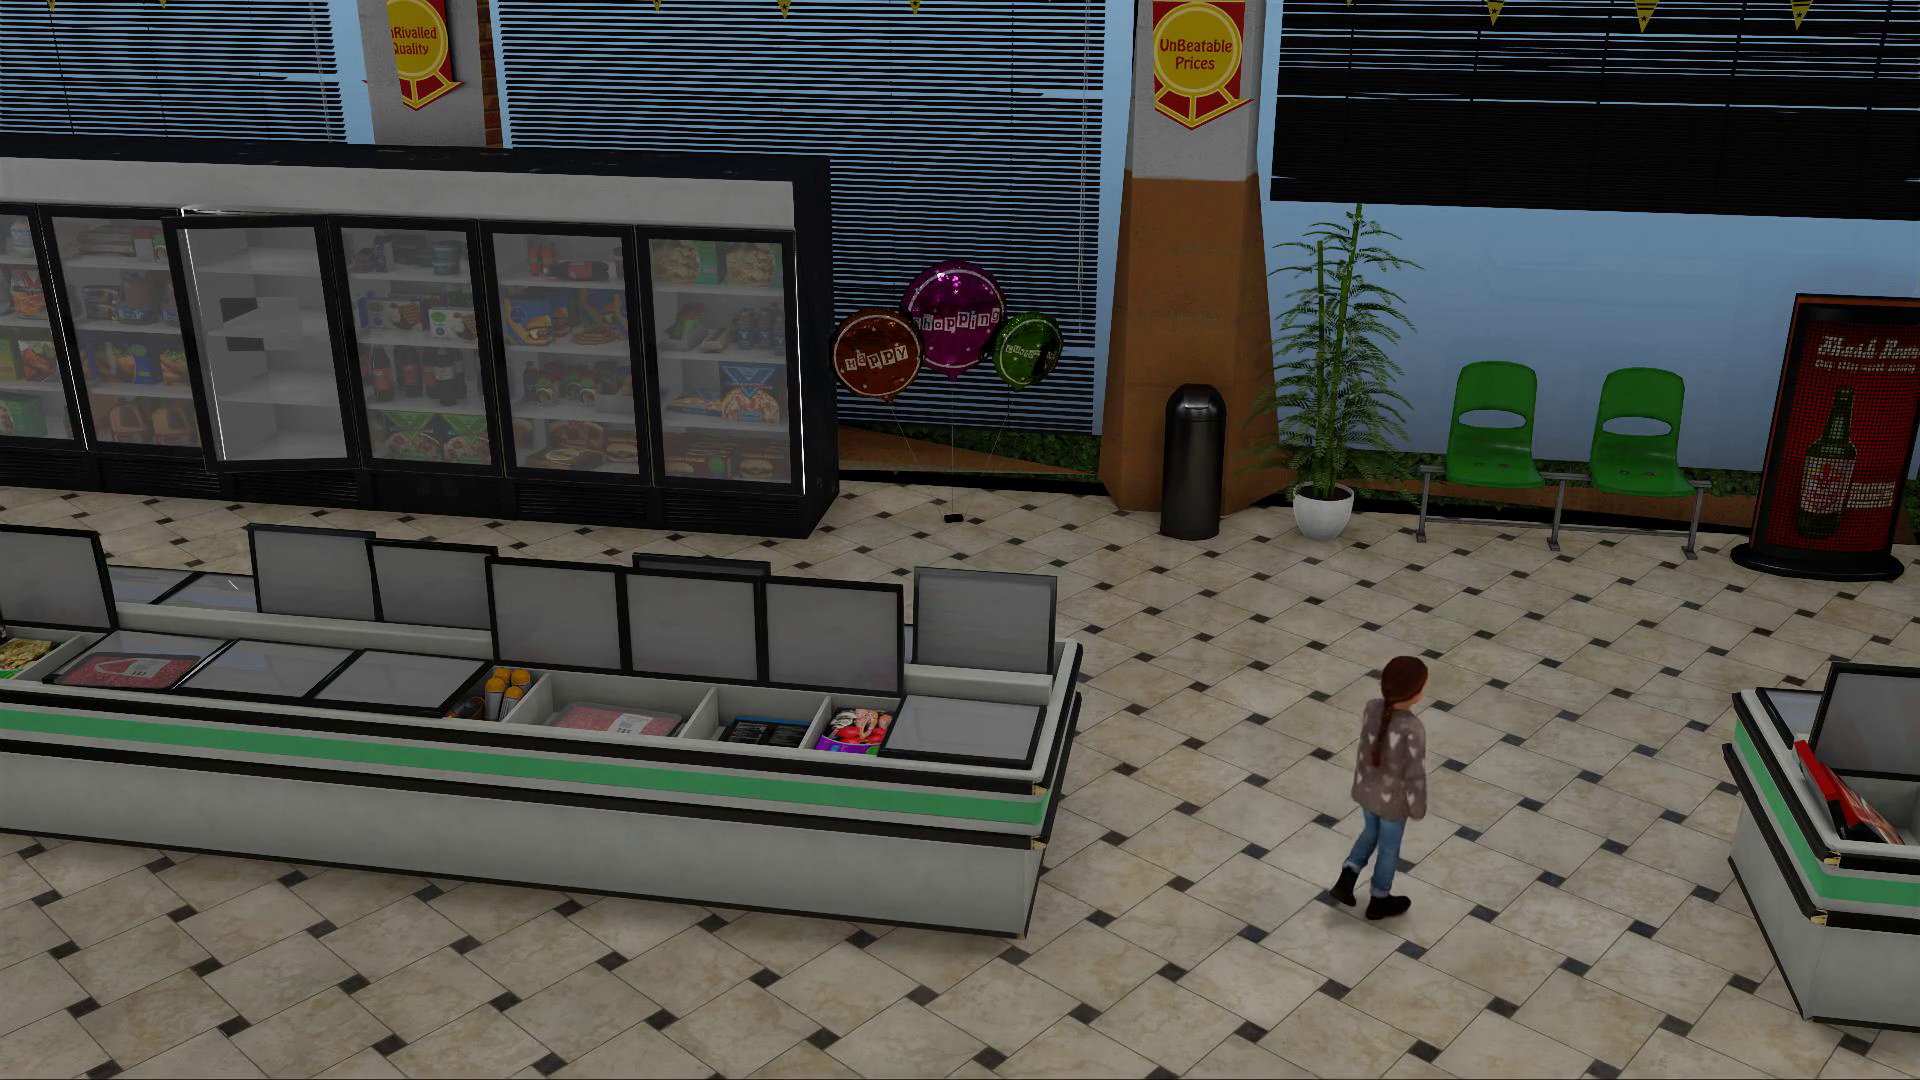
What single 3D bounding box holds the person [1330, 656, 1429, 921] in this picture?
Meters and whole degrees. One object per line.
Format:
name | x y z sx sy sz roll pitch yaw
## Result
person | 1.665 1.008 6.642 0.717 1.187 0.653 -13 25 -28
